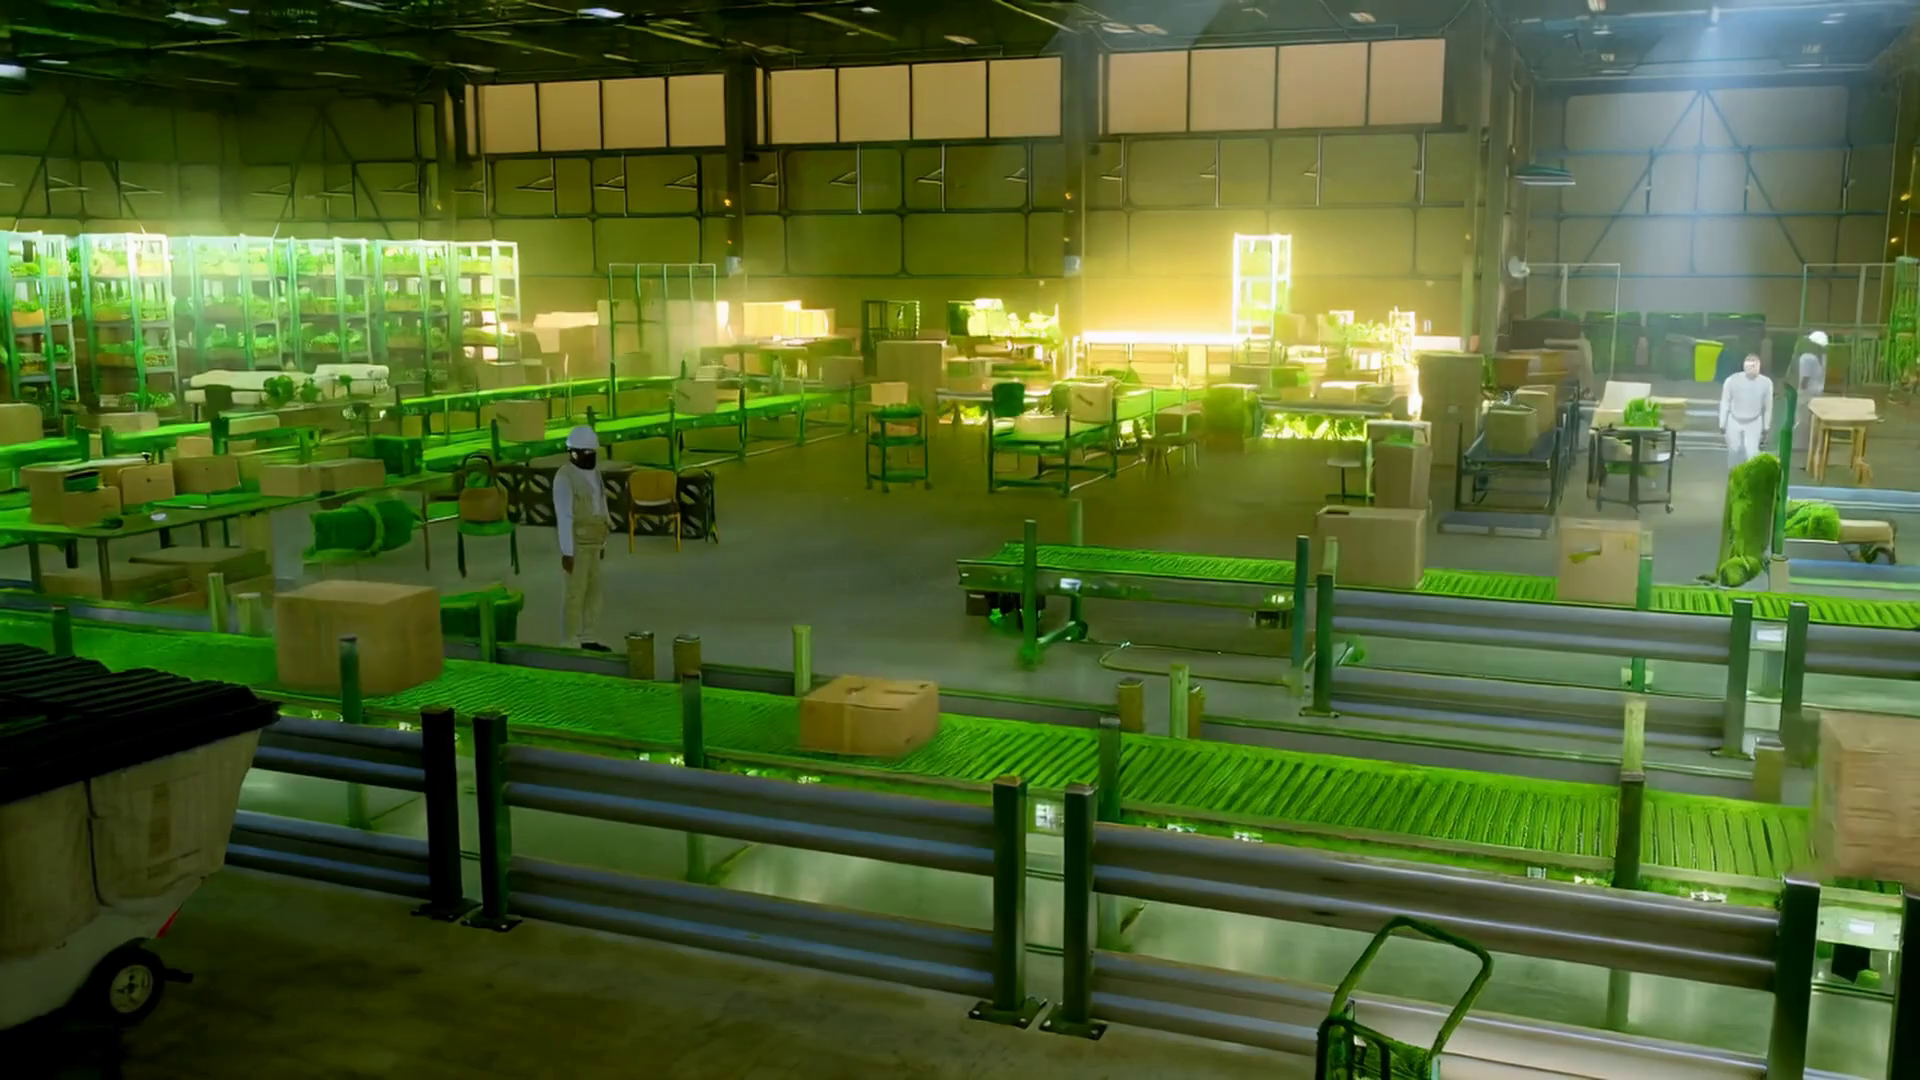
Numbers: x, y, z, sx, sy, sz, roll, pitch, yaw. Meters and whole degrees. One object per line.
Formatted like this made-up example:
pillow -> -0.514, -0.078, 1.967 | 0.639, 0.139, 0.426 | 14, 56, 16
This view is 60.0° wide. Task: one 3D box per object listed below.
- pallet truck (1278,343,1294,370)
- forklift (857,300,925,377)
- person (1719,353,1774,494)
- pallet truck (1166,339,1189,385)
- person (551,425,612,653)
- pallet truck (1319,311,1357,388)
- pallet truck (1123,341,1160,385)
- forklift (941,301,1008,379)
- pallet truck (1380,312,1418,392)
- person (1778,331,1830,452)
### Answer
pallet truck -> 7.886, -4.163, 39.743 | 0.653, 1.274, 1.630 | 4, 10, 22
forklift -> -1.732, -5.109, 42.468 | 1.157, 1.987, 2.680 | 4, 10, 22
person -> 10.567, -1.583, 22.379 | 0.638, 1.880, 0.790 | 5, 10, 27
pallet truck -> 5.418, -4.269, 40.420 | 0.704, 1.261, 1.522 | 3, 10, 20
person -> -2.884, 0.027, 12.760 | 0.404, 1.827, 0.600 | 2, 10, 13
pallet truck -> 9.071, -4.419, 39.190 | 0.823, 1.965, 1.885 | 5, 10, 26
pallet truck -> 4.445, -4.380, 41.279 | 0.680, 1.201, 1.601 | 4, 10, 22
forklift -> 0.365, -4.966, 41.571 | 1.157, 1.987, 2.680 | 3, 10, 20
pallet truck -> 10.207, -4.283, 38.369 | 0.823, 1.965, 1.885 | 3, 10, 20
person -> 13.668, -2.370, 26.770 | 0.611, 2.006, 0.960 | -5, 10, -25
